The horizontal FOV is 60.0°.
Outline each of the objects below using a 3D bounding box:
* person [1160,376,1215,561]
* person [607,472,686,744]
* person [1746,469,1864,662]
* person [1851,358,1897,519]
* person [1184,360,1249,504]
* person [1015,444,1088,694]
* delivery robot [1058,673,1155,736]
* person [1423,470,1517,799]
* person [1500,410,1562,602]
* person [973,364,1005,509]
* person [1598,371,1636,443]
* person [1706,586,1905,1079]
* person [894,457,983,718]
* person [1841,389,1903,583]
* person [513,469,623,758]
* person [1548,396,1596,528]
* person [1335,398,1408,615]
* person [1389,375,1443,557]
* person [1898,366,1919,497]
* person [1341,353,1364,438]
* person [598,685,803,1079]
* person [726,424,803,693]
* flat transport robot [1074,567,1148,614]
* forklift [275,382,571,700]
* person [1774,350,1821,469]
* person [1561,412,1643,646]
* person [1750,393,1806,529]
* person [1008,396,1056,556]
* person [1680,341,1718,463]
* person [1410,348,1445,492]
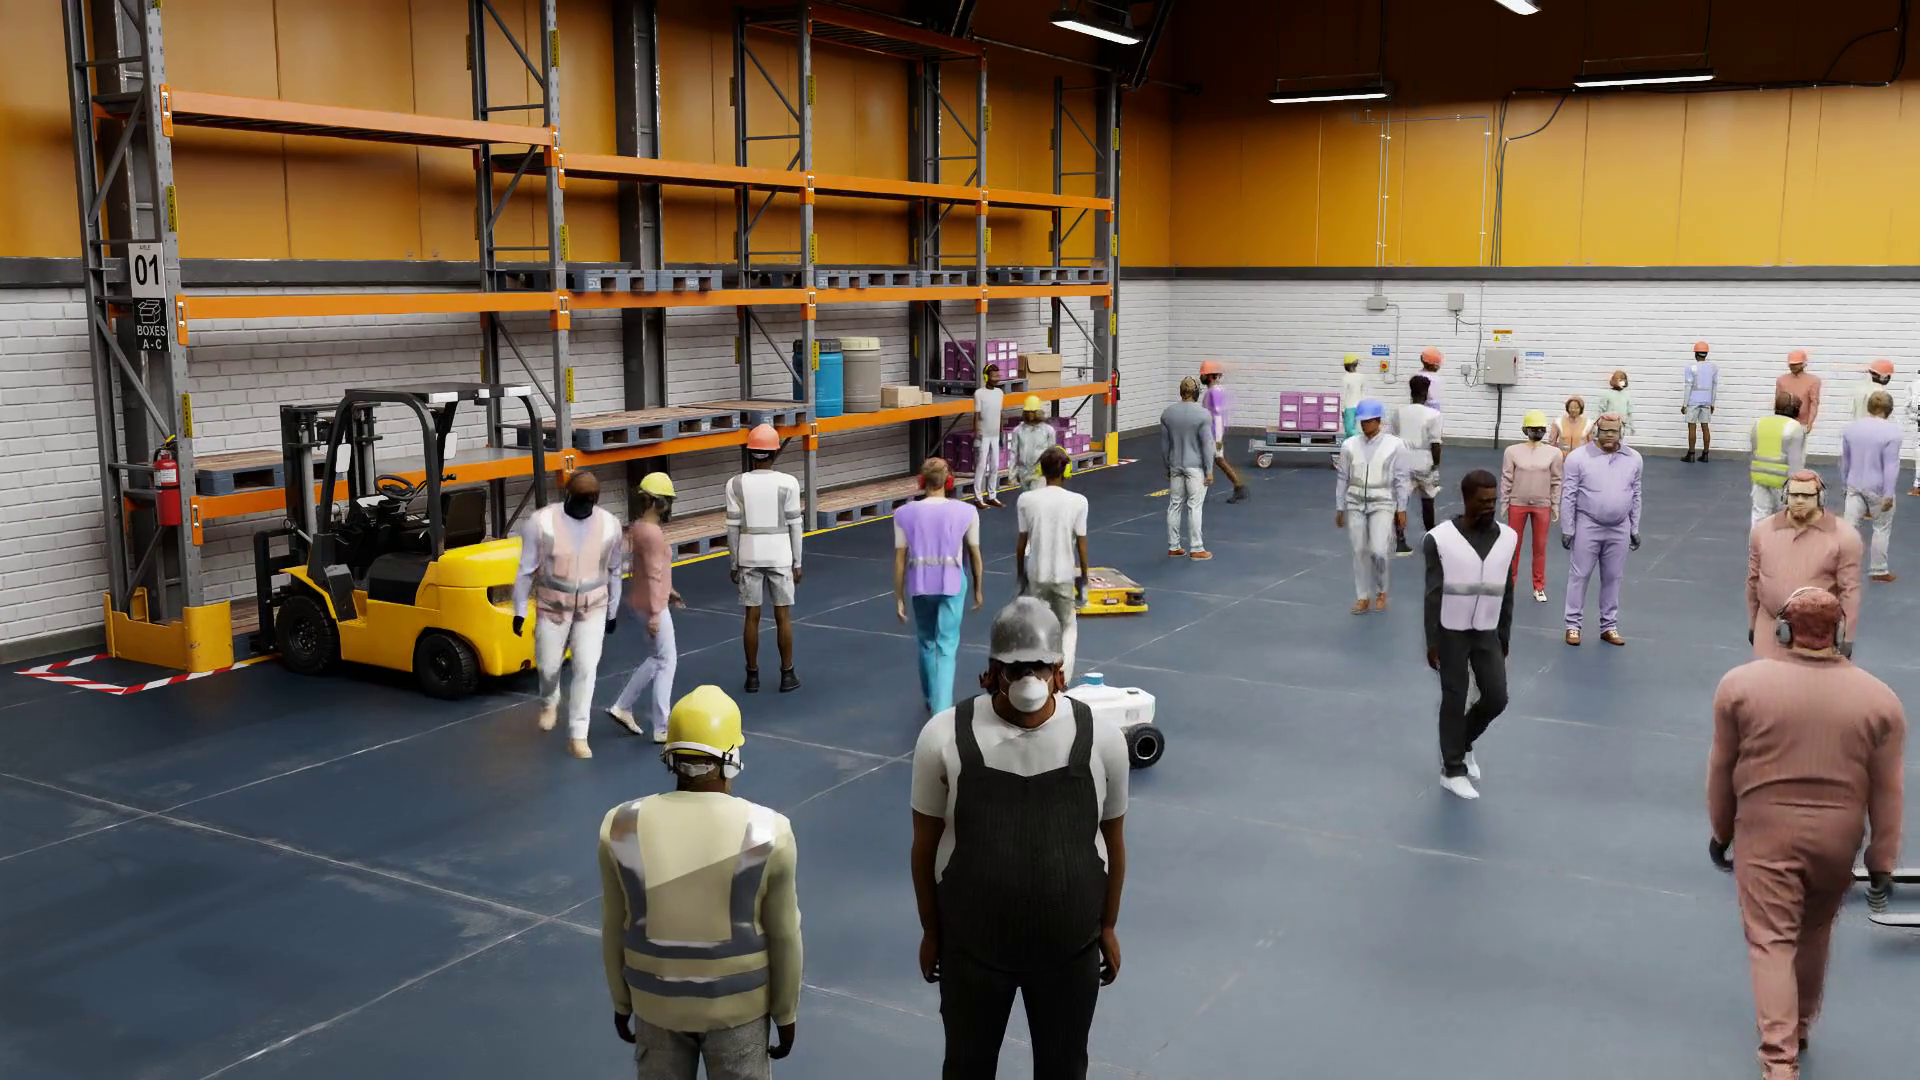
[{"bbox_3d":[2.395,-0.749,17.469,0.630,1.940,0.372,8,12,40],"label":"person"},{"bbox_3d":[-2.000,0.431,10.711,0.524,1.741,0.541,-4,10,-22],"label":"person"},{"bbox_3d":[5.040,0.490,9.973,0.643,1.869,0.966,7,12,38],"label":"person"},{"bbox_3d":[11.177,-1.224,20.311,0.451,1.976,0.645,-2,9,-10],"label":"person"},{"bbox_3d":[3.321,-1.396,21.663,0.986,1.898,0.566,1,9,5],"label":"person"},{"bbox_3d":[0.621,0.272,11.375,0.513,1.858,0.382,1,9,9],"label":"person"},{"bbox_3d":[0.823,1.059,10.198,0.707,0.478,0.477,-3,10,-20],"label":"delivery robot"},{"bbox_3d":[2.929,0.535,9.584,0.590,1.904,0.435,-2,9,-13],"label":"person"},{"bbox_3d":[5.235,-0.313,15.273,0.533,1.772,0.296,2,9,15],"label":"person"},{"bbox_3d":[0.377,-1.327,21.335,0.528,1.860,0.321,-8,12,-42],"label":"person"},{"bbox_3d":[9.472,-1.628,23.958,0.501,1.615,0.503,-2,9,-10],"label":"person"},{"bbox_3d":[3.109,1.112,6.129,0.641,1.861,0.970,2,9,13],"label":"person"},{"bbox_3d":[-0.149,0.348,11.074,0.578,1.803,0.974,1,9,7],"label":"person"},{"bbox_3d":[8.699,-0.499,16.021,0.918,1.911,0.643,-4,10,-23],"label":"person"},{"bbox_3d":[-2.483,0.431,10.531,0.697,1.807,0.750,-4,10,-21],"label":"person"},{"bbox_3d":[7.112,-0.885,19.353,0.524,1.603,0.830,5,10,27],"label":"person"},{"bbox_3d":[3.595,-0.286,14.610,0.637,1.923,0.457,6,11,32],"label":"person"},{"bbox_3d":[4.927,-0.805,17.851,0.631,1.919,0.959,7,11,37],"label":"person"},{"bbox_3d":[12.948,-1.509,22.463,0.686,1.854,0.607,-4,10,-24],"label":"person"},{"bbox_3d":[6.348,-2.128,26.707,0.523,1.740,0.677,-7,11,-37],"label":"person"},{"bbox_3d":[-0.748,1.328,4.867,0.589,1.826,0.403,0,9,2],"label":"person"},{"bbox_3d":[-1.395,0.136,11.942,0.542,1.939,0.362,0,9,1],"label":"person"},{"bbox_3d":[1.214,0.442,15.224,0.652,0.197,1.431,-2,9,-9],"label":"flat transport robot"},{"bbox_3d":[-3.974,-0.067,12.417,2.313,2.155,1.214,5,11,30],"label":"forklift"},{"bbox_3d":[11.505,-1.637,22.961,0.611,1.958,0.837,8,12,40],"label":"person"},{"bbox_3d":[5.194,-0.088,13.449,0.651,1.904,0.403,0,9,0],"label":"person"},{"bbox_3d":[8.245,-0.577,16.776,0.514,1.821,0.603,-6,11,-35],"label":"person"},{"bbox_3d":[0.798,-0.723,18.091,0.493,1.705,0.919,3,10,20],"label":"person"},{"bbox_3d":[11.768,-2.199,26.526,0.551,1.934,0.373,-1,9,-7],"label":"person"},{"bbox_3d":[6.359,-1.632,22.846,0.362,1.998,0.644,-2,9,-15],"label":"person"}]
